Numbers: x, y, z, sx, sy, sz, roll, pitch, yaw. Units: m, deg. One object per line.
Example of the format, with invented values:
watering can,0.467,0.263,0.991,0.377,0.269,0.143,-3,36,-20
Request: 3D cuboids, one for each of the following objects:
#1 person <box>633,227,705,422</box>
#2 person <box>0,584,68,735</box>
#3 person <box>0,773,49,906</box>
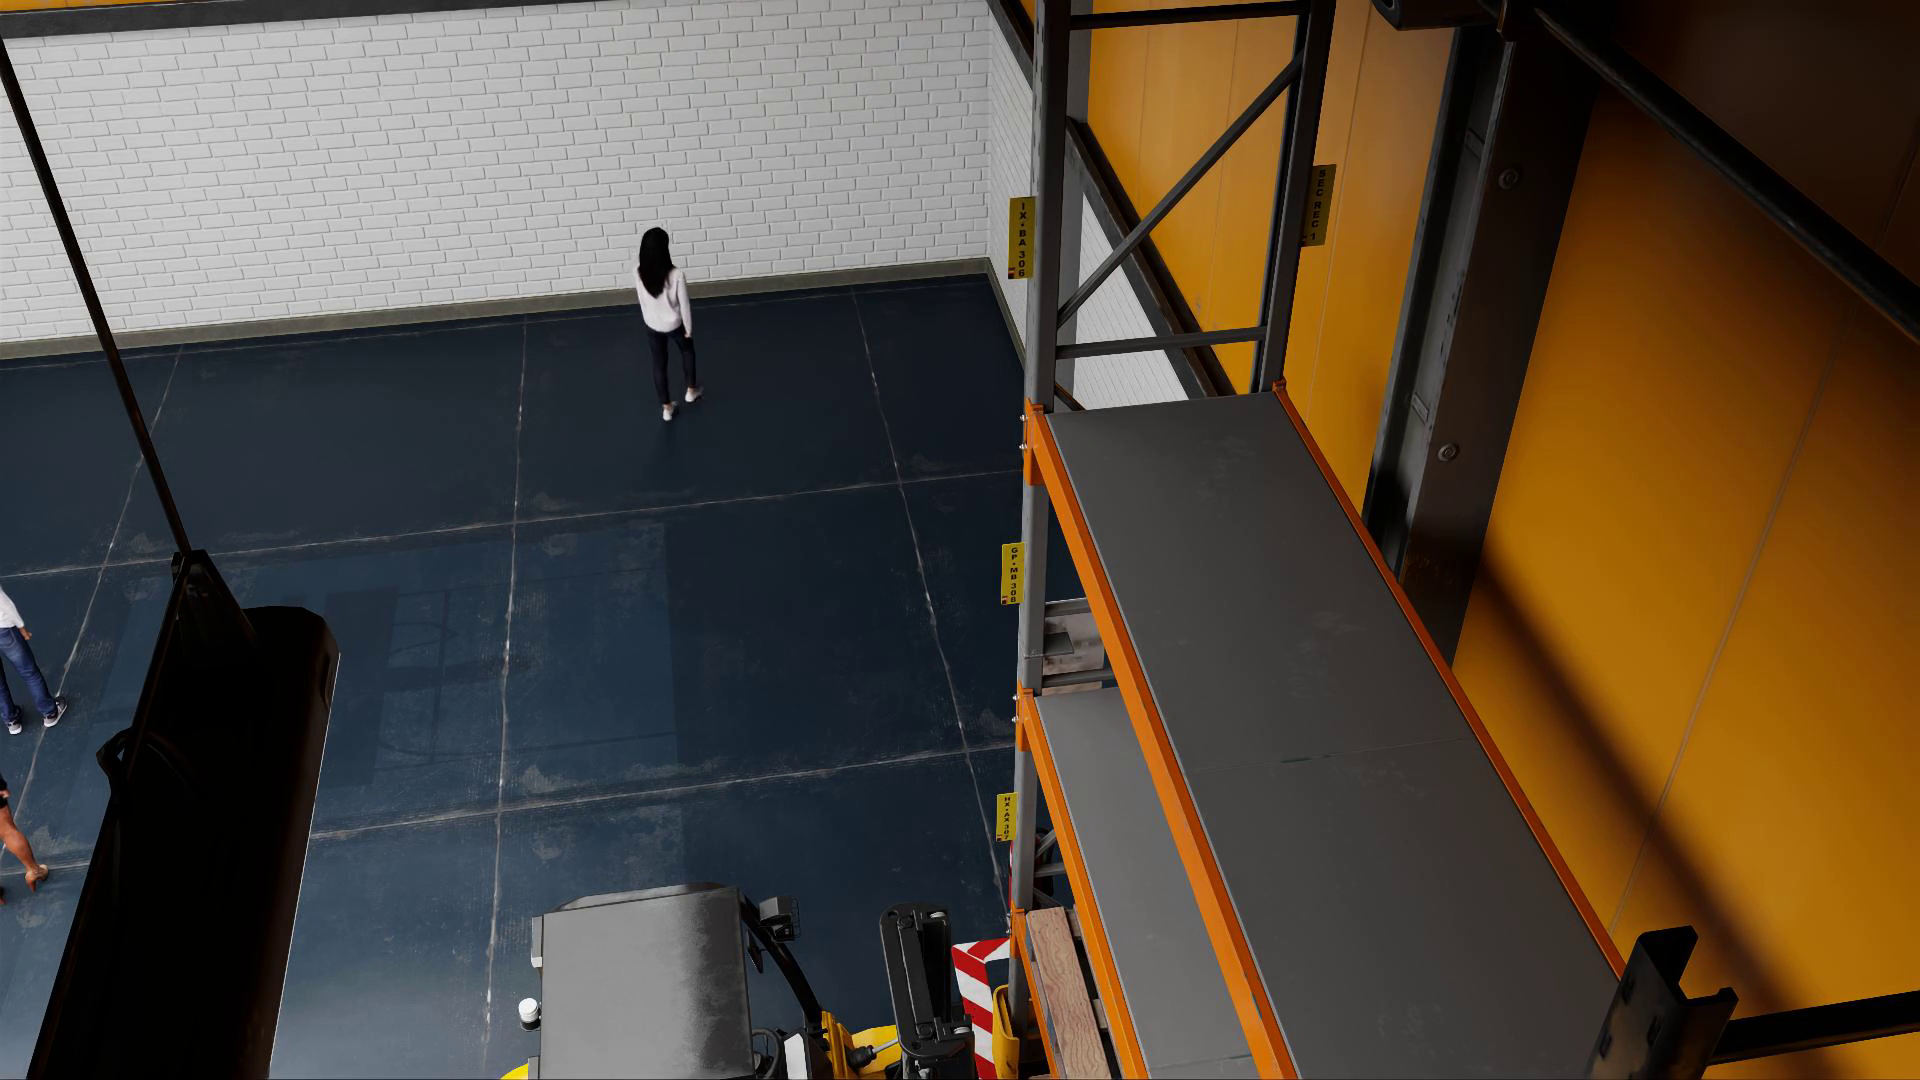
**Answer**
person,-2.414,-1.703,13.419,0.731,1.687,0.811,5,39,6
person,-6.194,0.600,10.639,0.546,1.558,0.539,-10,40,-12
person,-5.663,1.466,9.489,0.644,1.640,0.704,-18,42,-21
